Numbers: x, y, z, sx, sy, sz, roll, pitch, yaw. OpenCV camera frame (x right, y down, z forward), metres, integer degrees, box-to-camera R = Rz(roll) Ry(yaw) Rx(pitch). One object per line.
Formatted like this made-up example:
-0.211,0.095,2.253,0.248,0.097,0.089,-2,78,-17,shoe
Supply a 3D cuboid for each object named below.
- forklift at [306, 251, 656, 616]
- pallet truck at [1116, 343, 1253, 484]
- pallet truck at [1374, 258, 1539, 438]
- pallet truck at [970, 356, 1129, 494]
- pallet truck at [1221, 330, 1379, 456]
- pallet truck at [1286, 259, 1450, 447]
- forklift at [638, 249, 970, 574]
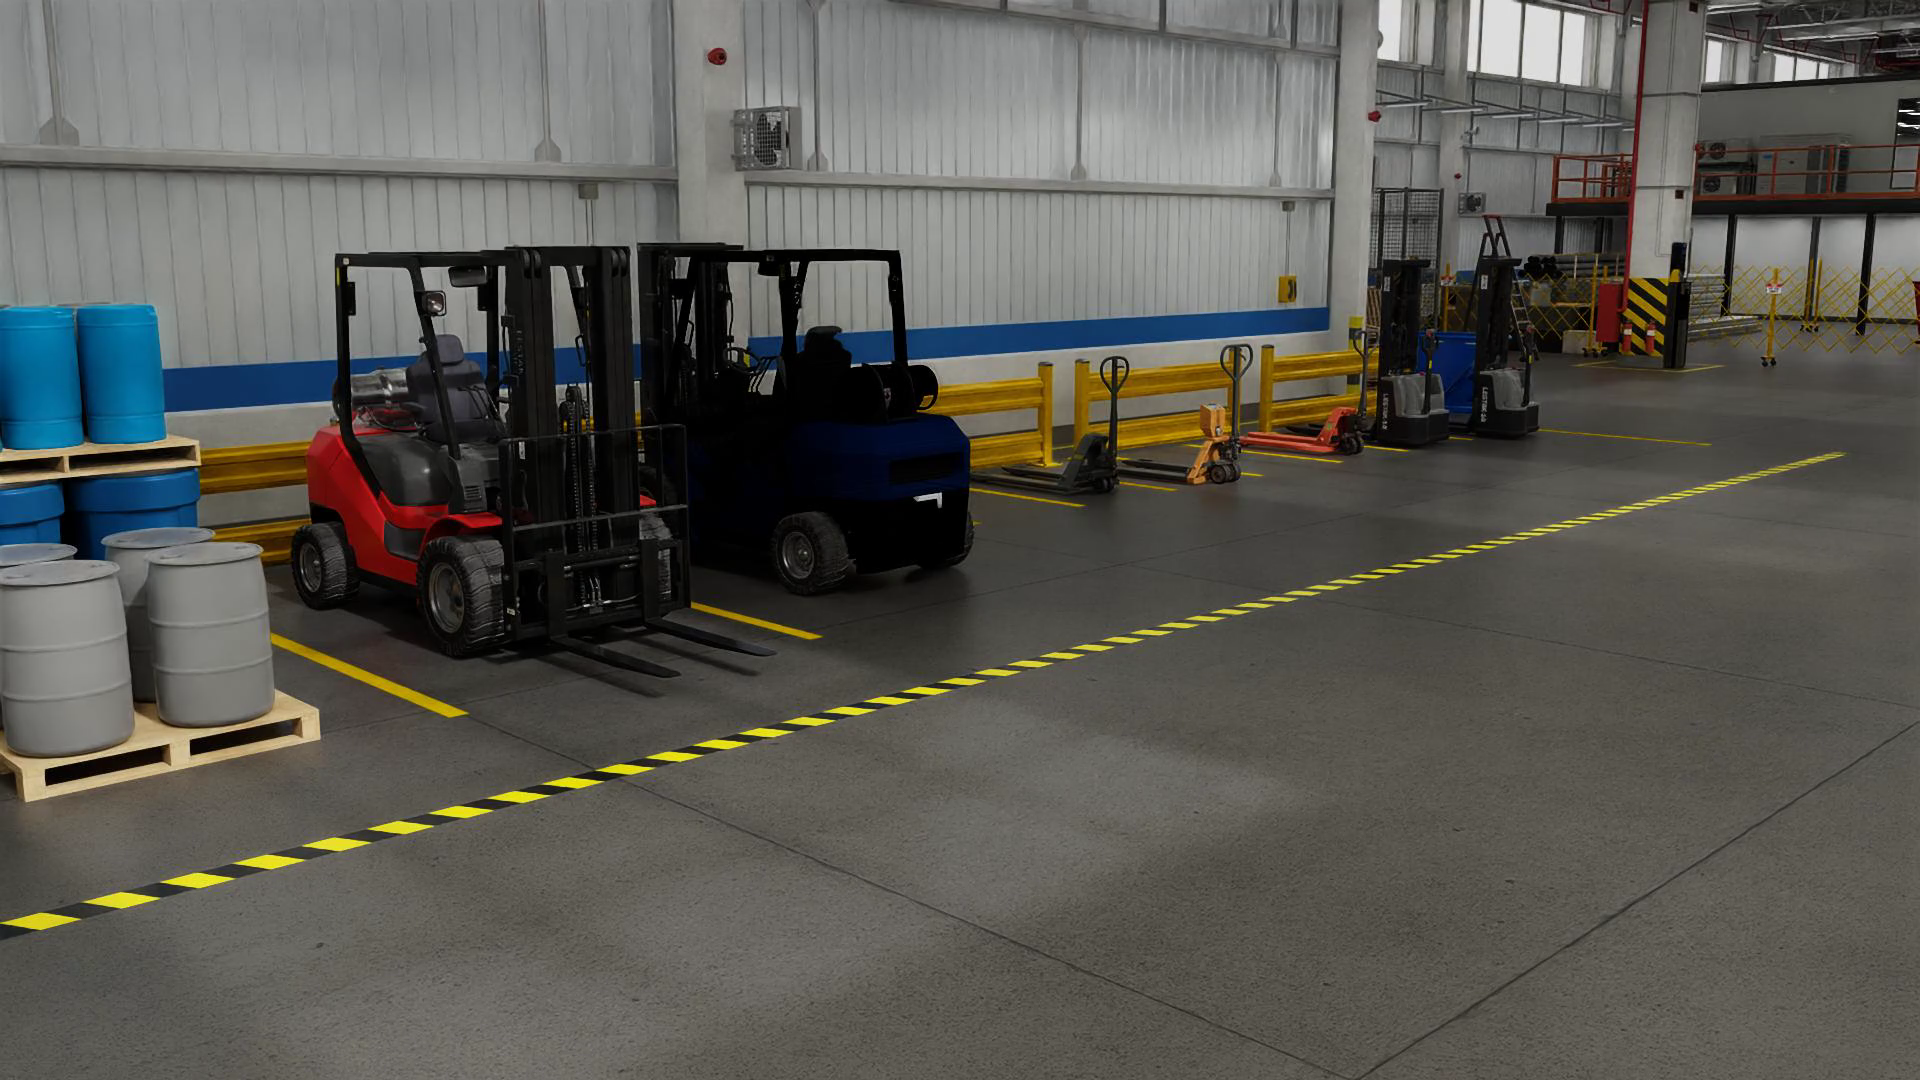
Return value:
-2.833,-0.669,9.694,1.157,1.987,2.680,-10,14,-44,forklift
1.962,-1.215,15.415,1.522,1.261,0.704,10,14,43,pallet truck
5.704,-2.208,18.901,1.885,1.965,0.823,10,14,43,pallet truck
0.784,-1.085,14.876,0.680,1.201,1.601,-10,14,-44,pallet truck
3.563,-1.581,17.381,0.653,1.274,1.630,-10,14,-44,pallet truck
4.493,-2.078,18.196,0.823,1.965,1.885,-9,14,-40,pallet truck
-1.173,-0.958,11.239,2.680,1.987,1.157,10,14,43,forklift
